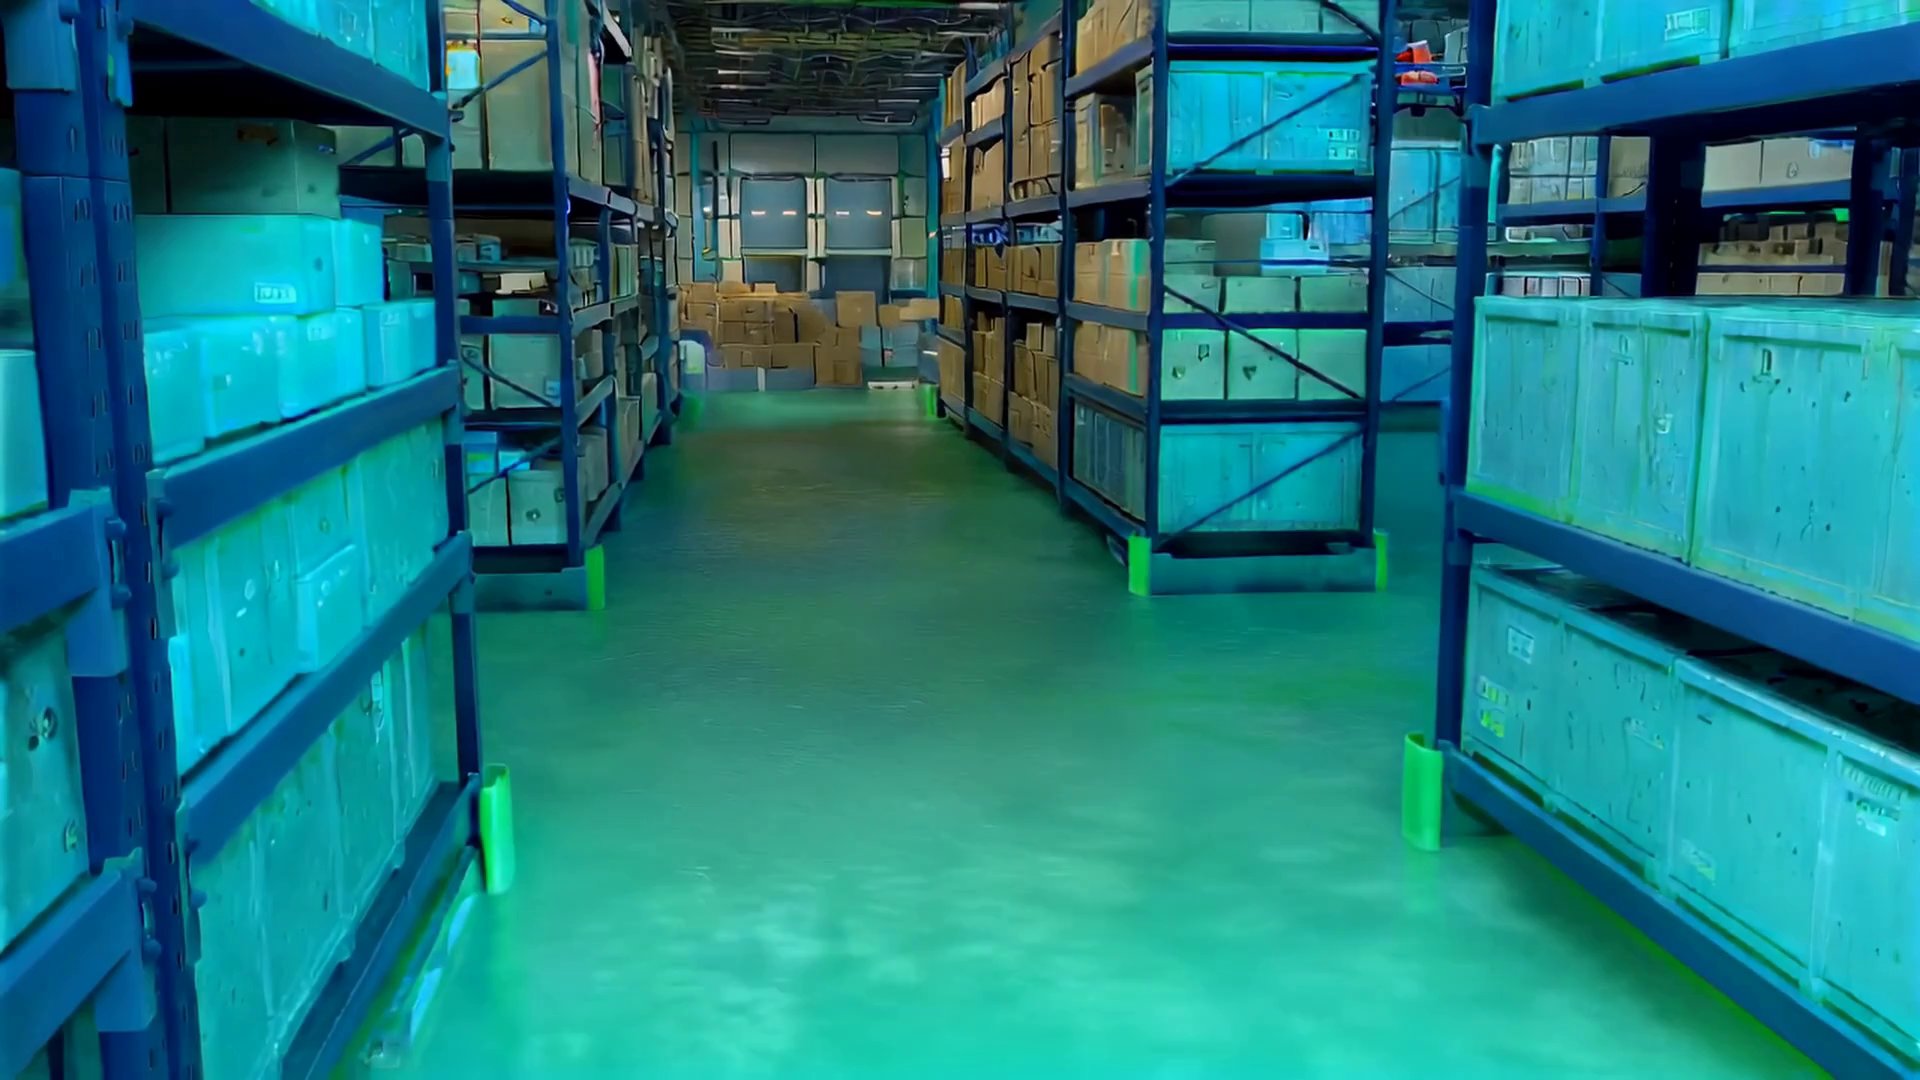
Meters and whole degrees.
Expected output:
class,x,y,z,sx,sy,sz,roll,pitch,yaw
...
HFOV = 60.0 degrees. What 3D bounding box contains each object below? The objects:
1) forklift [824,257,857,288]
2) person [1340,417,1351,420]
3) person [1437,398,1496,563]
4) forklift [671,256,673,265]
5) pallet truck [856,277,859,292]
class,x,y,z,sx,sy,sz,roll,pitch,yaw
forklift,-3.452,-6.789,48.092,1.129,2.768,1.873,2,10,13
person,4.047,-1.054,18.154,0.322,1.692,0.531,-8,12,-38
person,4.698,-0.639,15.219,0.651,1.875,0.868,2,10,9
forklift,-10.987,-9.066,61.344,1.129,2.768,1.873,-1,10,-7
pallet truck,-3.782,-9.391,65.808,1.885,1.965,0.823,2,10,10
